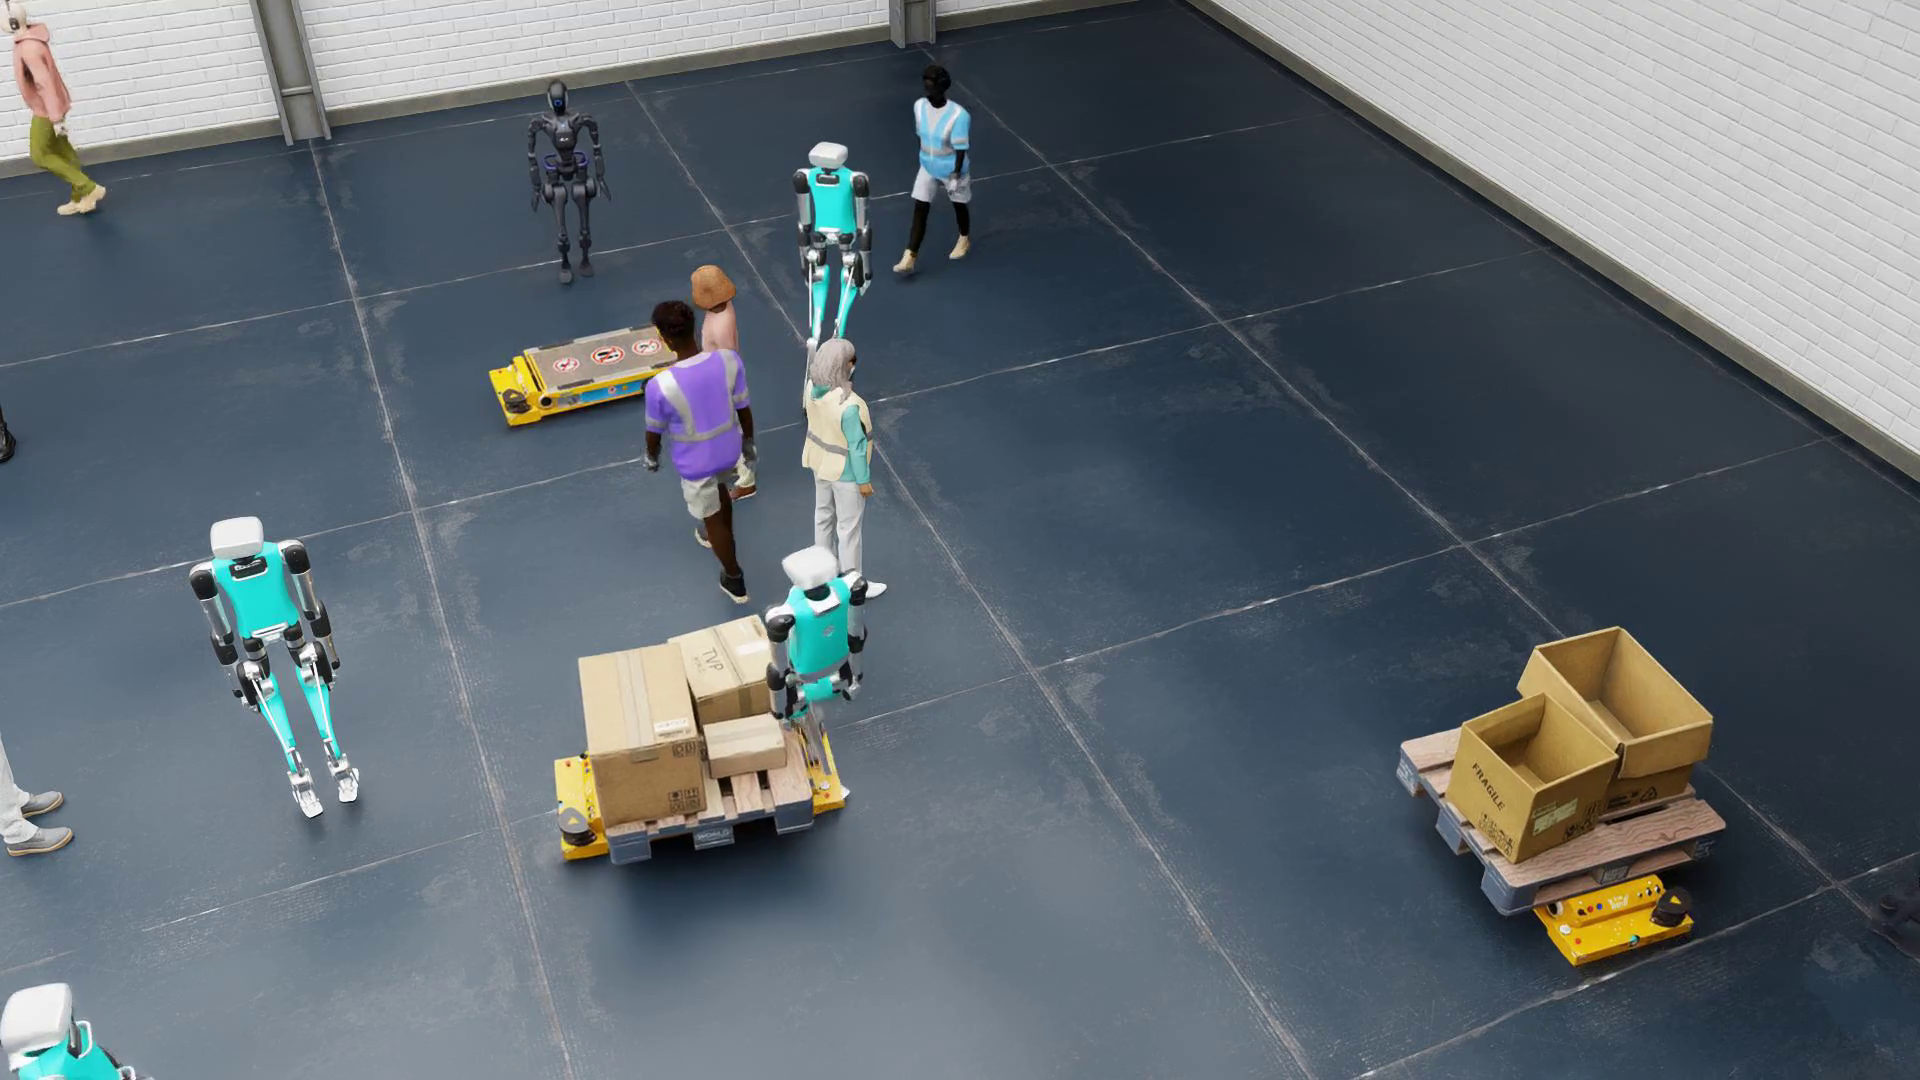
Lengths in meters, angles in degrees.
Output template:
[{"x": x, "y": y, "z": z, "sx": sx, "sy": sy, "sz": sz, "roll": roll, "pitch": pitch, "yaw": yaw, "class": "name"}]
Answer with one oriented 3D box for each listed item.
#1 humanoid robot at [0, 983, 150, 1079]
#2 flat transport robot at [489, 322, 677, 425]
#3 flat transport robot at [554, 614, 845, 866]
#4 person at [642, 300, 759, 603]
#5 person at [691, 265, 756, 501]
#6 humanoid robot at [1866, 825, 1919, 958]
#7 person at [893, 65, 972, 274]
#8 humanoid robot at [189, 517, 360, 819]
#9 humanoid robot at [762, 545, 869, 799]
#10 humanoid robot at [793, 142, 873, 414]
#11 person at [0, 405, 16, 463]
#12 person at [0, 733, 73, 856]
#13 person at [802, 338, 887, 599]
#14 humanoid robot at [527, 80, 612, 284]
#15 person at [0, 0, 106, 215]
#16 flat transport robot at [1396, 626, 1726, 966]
[{"x": -2.880, "y": 2.207, "z": 6.219, "sx": 0.789, "sy": 1.796, "sz": 0.531, "roll": -17, "pitch": 41, "yaw": -21, "class": "humanoid robot"}, {"x": -2.571, "y": -1.201, "z": 11.837, "sx": 1.431, "sy": 0.231, "sz": 0.659, "roll": -15, "pitch": 40, "yaw": -19, "class": "flat transport robot"}, {"x": -1.367, "y": 1.241, "z": 8.658, "sx": 1.431, "sy": 0.231, "sz": 0.659, "roll": -9, "pitch": 38, "yaw": -11, "class": "flat transport robot"}, {"x": -1.538, "y": -0.537, "z": 9.609, "sx": 0.609, "sy": 1.929, "sz": 0.805, "roll": -30, "pitch": 47, "yaw": -33, "class": "person"}, {"x": -1.481, "y": -0.989, "z": 10.439, "sx": 0.278, "sy": 1.631, "sz": 0.502, "roll": -6, "pitch": 38, "yaw": -7, "class": "person"}, {"x": 4.557, "y": 1.199, "z": 7.554, "sx": 0.305, "sy": 1.642, "sz": 0.608, "roll": 30, "pitch": 46, "yaw": 33, "class": "humanoid robot"}, {"x": -0.185, "y": -2.828, "z": 12.823, "sx": 0.538, "sy": 1.647, "sz": 0.883, "roll": 21, "pitch": 42, "yaw": 25, "class": "person"}, {"x": -3.240, "y": 0.719, "z": 8.024, "sx": 0.533, "sy": 1.677, "sz": 0.735, "roll": -17, "pitch": 41, "yaw": -20, "class": "humanoid robot"}, {"x": -0.793, "y": 0.651, "z": 8.201, "sx": 0.556, "sy": 1.746, "sz": 0.726, "roll": -23, "pitch": 43, "yaw": -27, "class": "humanoid robot"}, {"x": -0.921, "y": -1.690, "z": 11.326, "sx": 0.554, "sy": 1.853, "sz": 0.866, "roll": 9, "pitch": 38, "yaw": 11, "class": "humanoid robot"}, {"x": -6.567, "y": -1.336, "z": 10.653, "sx": 0.543, "sy": 1.927, "sz": 0.369, "roll": -3, "pitch": 38, "yaw": -4, "class": "person"}, {"x": -4.768, "y": 0.739, "z": 7.985, "sx": 0.355, "sy": 1.887, "sz": 0.573, "roll": -19, "pitch": 41, "yaw": -23, "class": "person"}, {"x": -0.707, "y": -0.394, "z": 9.601, "sx": 0.368, "sy": 1.712, "sz": 0.465, "roll": -27, "pitch": 45, "yaw": -31, "class": "person"}, {"x": -2.983, "y": -2.733, "z": 12.691, "sx": 0.609, "sy": 1.640, "sz": 0.375, "roll": -13, "pitch": 39, "yaw": -16, "class": "humanoid robot"}, {"x": -7.470, "y": -3.503, "z": 13.559, "sx": 0.438, "sy": 1.823, "sz": 0.528, "roll": -14, "pitch": 40, "yaw": -17, "class": "person"}, {"x": 2.964, "y": 1.465, "z": 8.367, "sx": 0.659, "sy": 0.231, "sz": 1.431, "roll": -12, "pitch": 39, "yaw": -15, "class": "flat transport robot"}]
